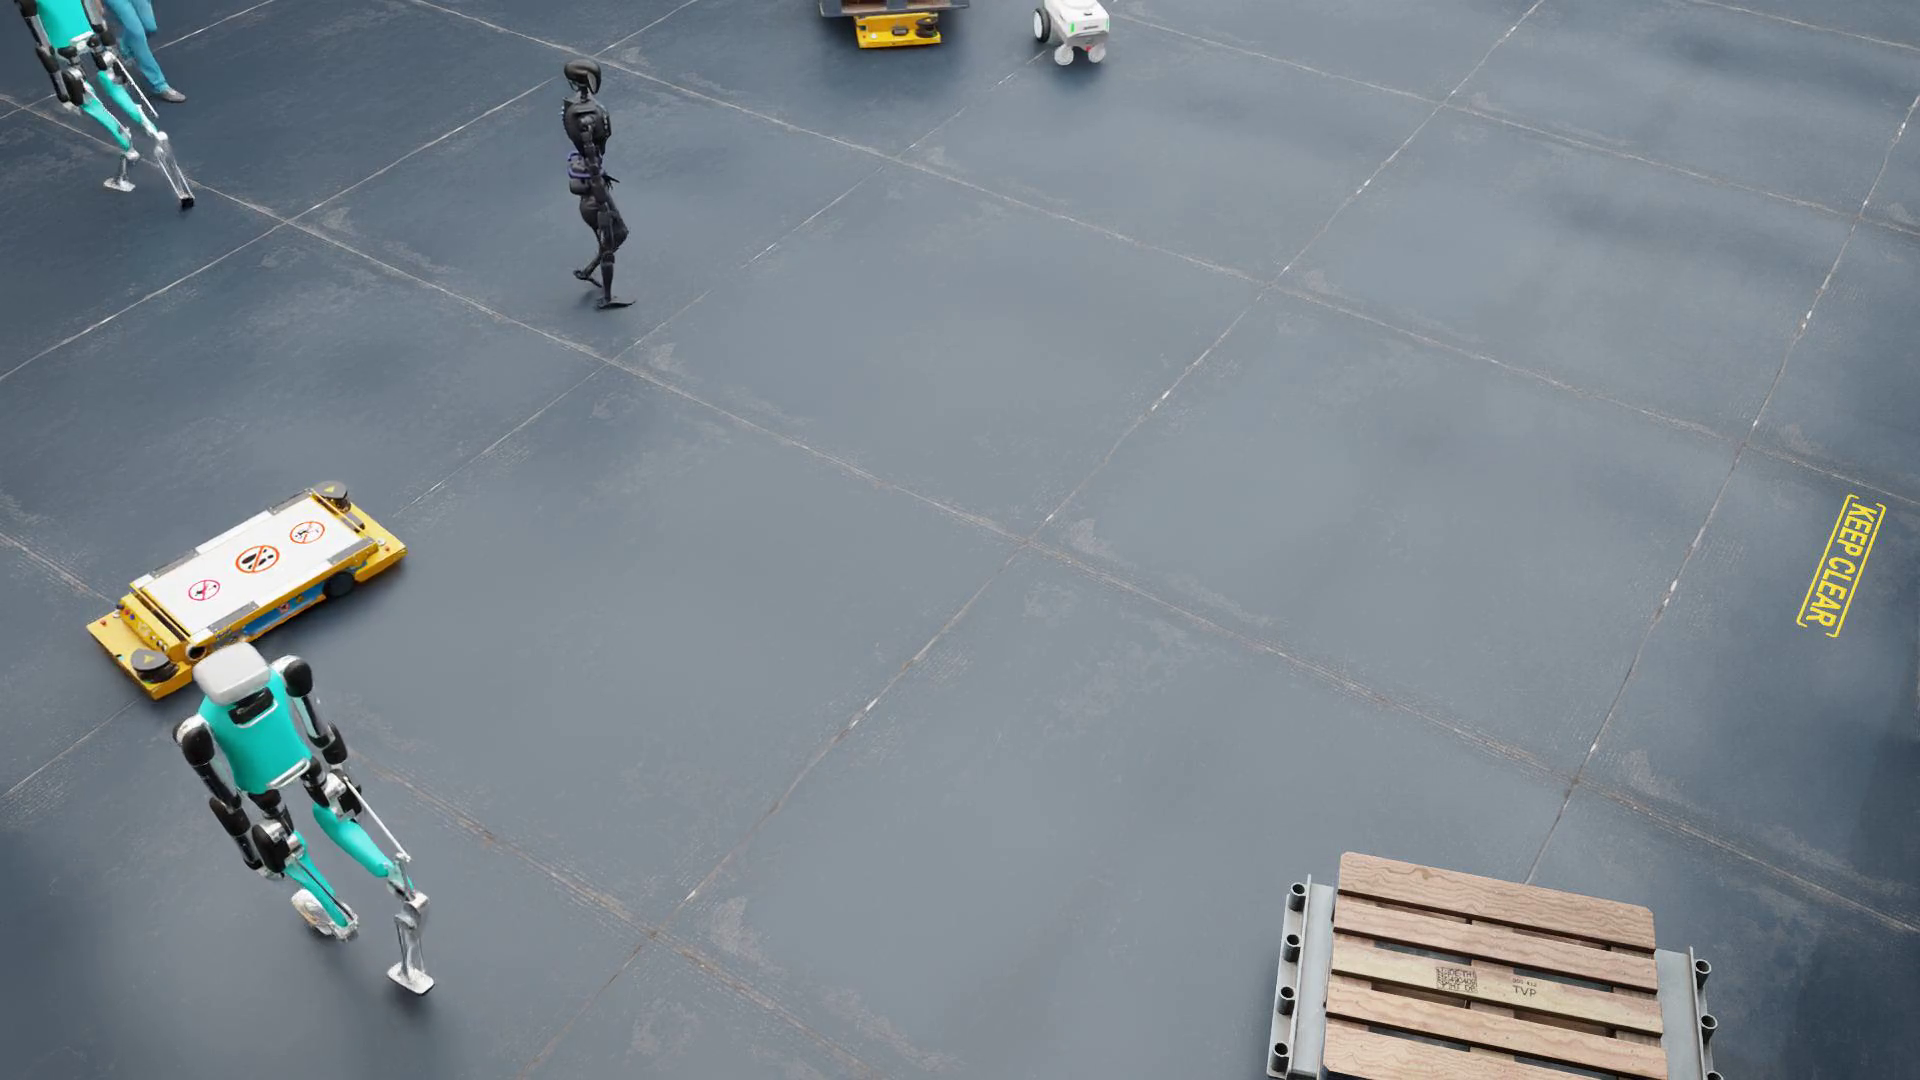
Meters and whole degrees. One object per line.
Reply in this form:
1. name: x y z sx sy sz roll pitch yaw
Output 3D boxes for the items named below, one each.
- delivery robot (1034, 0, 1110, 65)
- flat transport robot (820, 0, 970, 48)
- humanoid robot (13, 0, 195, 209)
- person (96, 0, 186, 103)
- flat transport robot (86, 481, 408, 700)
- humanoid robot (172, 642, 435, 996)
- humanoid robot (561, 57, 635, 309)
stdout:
1. delivery robot: 0.911 -4.146 13.219 0.499 0.614 0.785 -11 43 -12
2. flat transport robot: -0.580 -4.476 13.789 0.659 0.231 1.431 -6 42 -6
3. humanoid robot: -5.610 -2.980 11.078 0.926 1.828 0.530 20 45 21
4. person: -6.233 -4.154 12.270 0.691 1.812 0.573 21 46 22
5. flat transport robot: -3.644 0.224 8.529 0.659 0.231 1.431 31 50 30
6. humanoid robot: -2.424 1.170 6.392 1.035 1.759 0.539 28 49 28
7. humanoid robot: -2.243 -2.148 10.124 0.375 1.642 0.609 -9 43 -10
